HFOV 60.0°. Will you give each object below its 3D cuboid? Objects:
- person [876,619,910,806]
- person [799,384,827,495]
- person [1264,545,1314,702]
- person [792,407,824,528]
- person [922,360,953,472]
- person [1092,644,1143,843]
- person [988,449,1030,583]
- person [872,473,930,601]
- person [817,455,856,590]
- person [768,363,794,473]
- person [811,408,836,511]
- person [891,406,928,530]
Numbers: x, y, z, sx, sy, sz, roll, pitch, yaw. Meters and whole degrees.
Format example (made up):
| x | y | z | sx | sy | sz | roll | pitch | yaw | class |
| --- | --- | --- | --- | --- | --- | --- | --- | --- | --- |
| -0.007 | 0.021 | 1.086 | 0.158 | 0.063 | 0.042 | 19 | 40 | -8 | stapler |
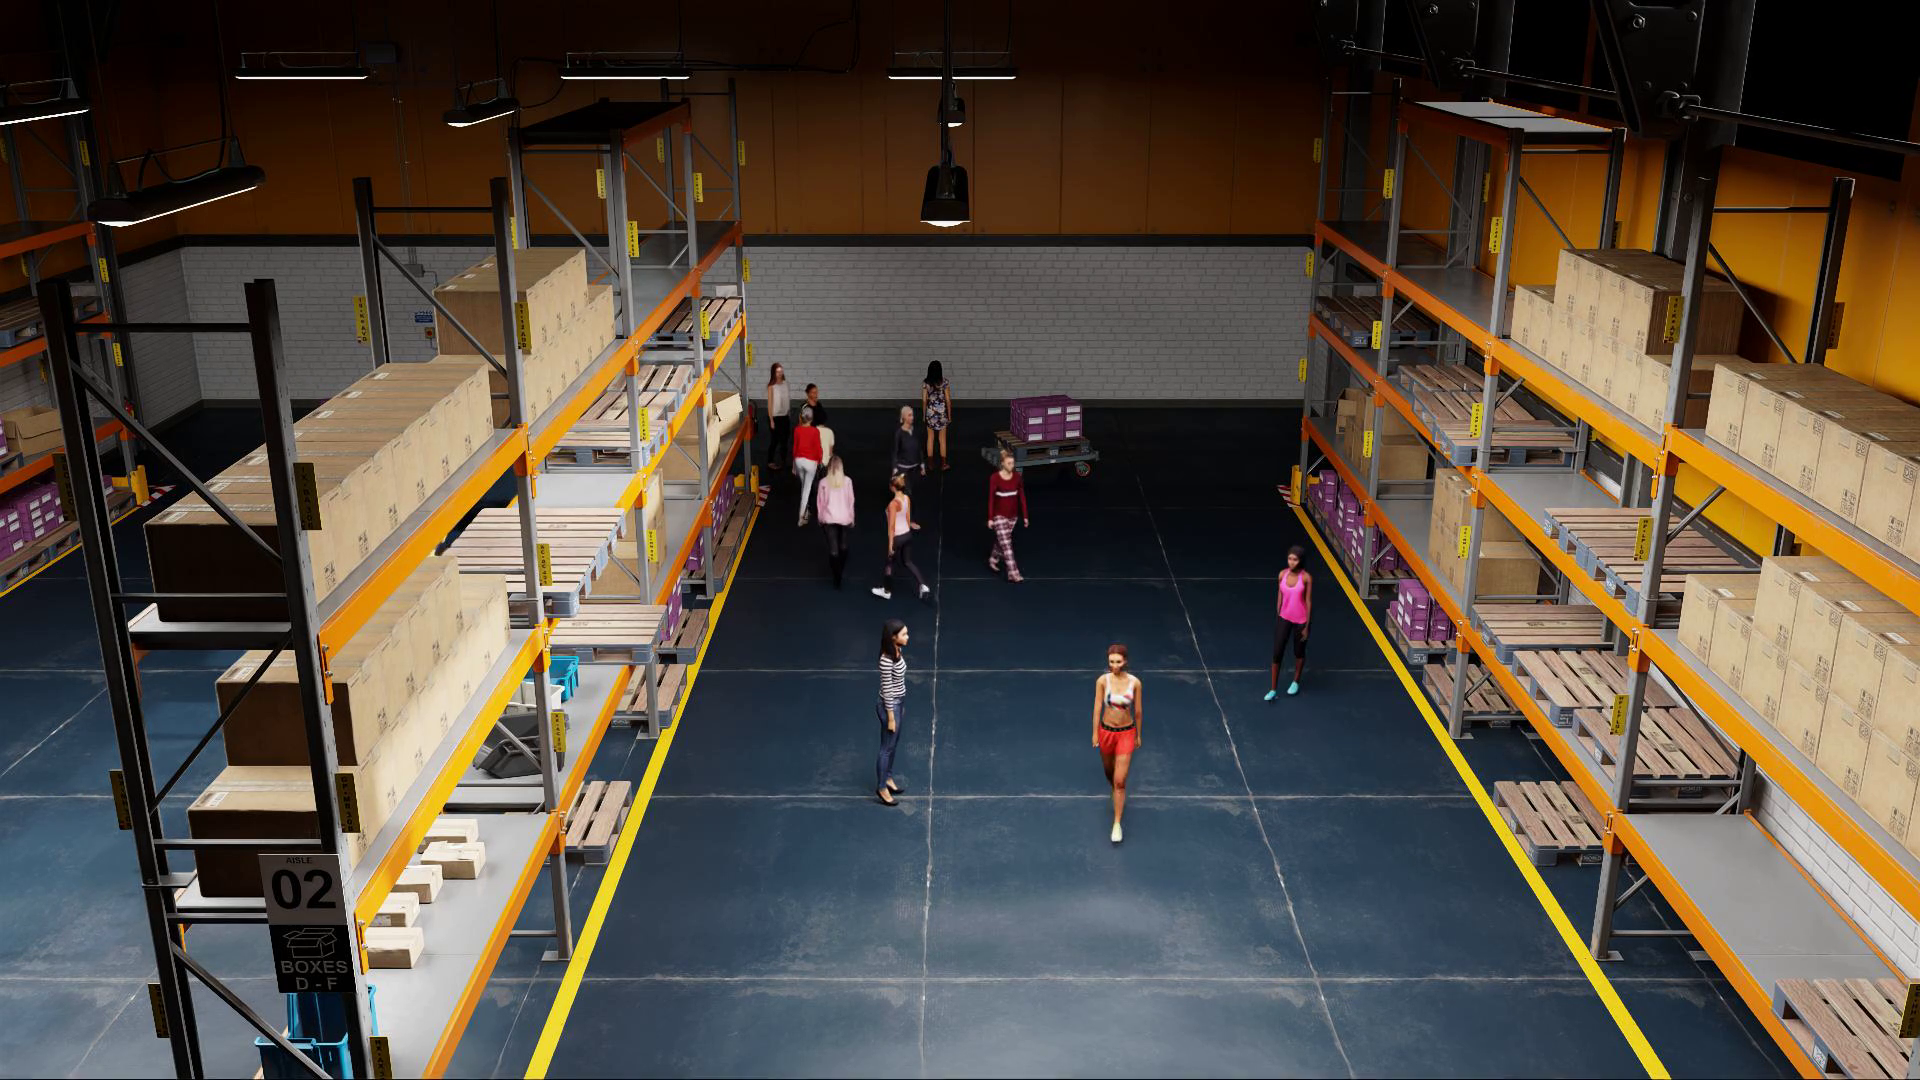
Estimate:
| x | y | z | sx | sy | sz | roll | pitch | yaw | class |
| --- | --- | --- | --- | --- | --- | --- | --- | --- | --- |
| -0.632 | 1.567 | 15.256 | 0.670 | 1.792 | 0.521 | 3 | 19 | 10 | person |
| -2.256 | -1.501 | 24.582 | 0.842 | 1.654 | 0.784 | 15 | 24 | 38 | person |
| 3.566 | 0.845 | 17.549 | 0.815 | 1.696 | 0.982 | 9 | 21 | 26 | person |
| -2.156 | -0.991 | 23.036 | 0.710 | 1.674 | 0.852 | 7 | 20 | 19 | person |
| -0.366 | -1.924 | 25.714 | 0.626 | 1.733 | 0.562 | 3 | 19 | 8 | person |
| 1.402 | 1.730 | 14.822 | 0.713 | 1.759 | 1.131 | 3 | 19 | 8 | person |
| 0.536 | -0.312 | 21.052 | 0.977 | 1.653 | 1.184 | -10 | 21 | -28 | person |
| -0.679 | -0.010 | 20.181 | 1.010 | 1.636 | 1.023 | 13 | 22 | 33 | person |
| -1.535 | -0.208 | 20.732 | 0.720 | 1.660 | 1.031 | -3 | 19 | -9 | person |
| -2.818 | -1.907 | 25.691 | 0.712 | 1.715 | 0.660 | 17 | 25 | 41 | person |
| -1.976 | -1.050 | 23.384 | 0.823 | 1.564 | 0.992 | -9 | 21 | -25 | person |
| -0.792 | -1.044 | 23.135 | 0.937 | 1.711 | 0.878 | 17 | 25 | 41 | person |
